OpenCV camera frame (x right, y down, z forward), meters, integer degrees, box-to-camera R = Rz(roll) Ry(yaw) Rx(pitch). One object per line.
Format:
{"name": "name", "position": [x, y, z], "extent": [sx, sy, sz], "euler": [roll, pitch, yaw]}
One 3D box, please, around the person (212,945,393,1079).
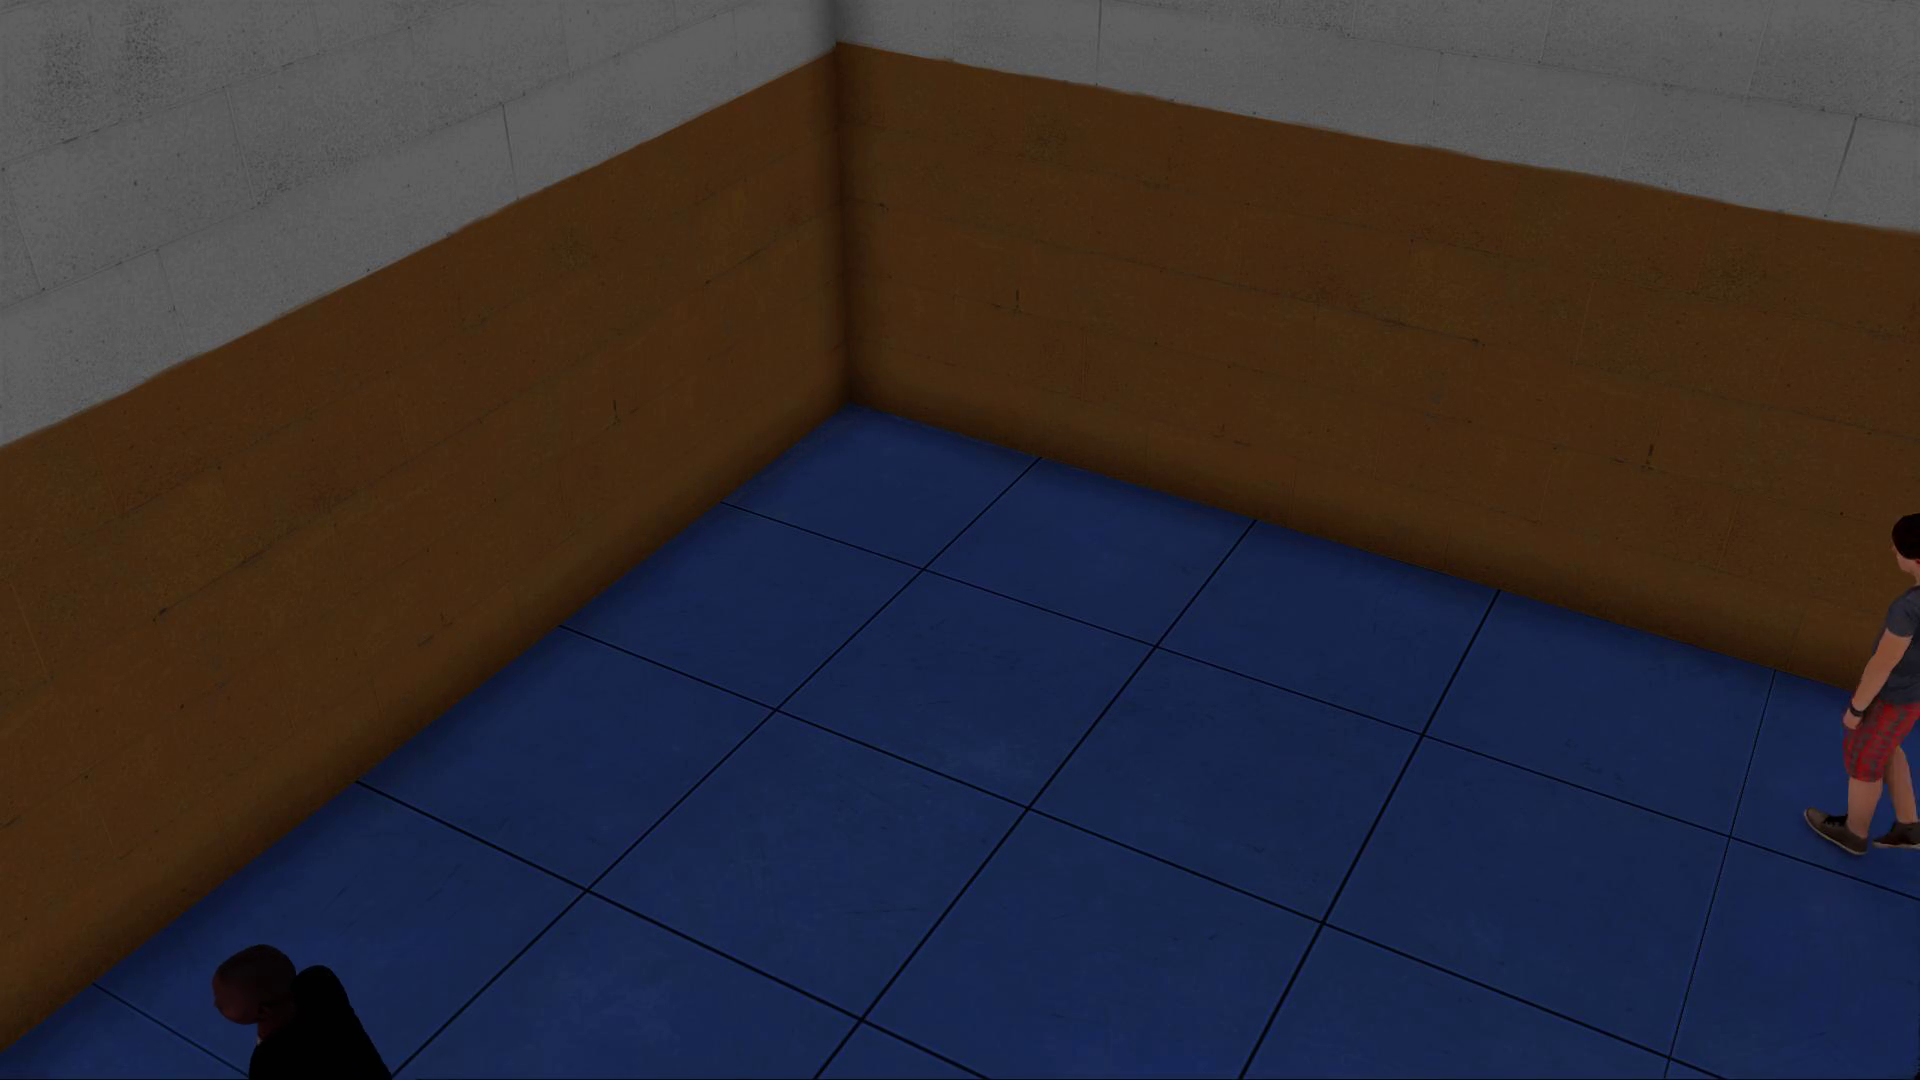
{"name": "person", "position": [-1.649, 1.780, 4.732], "extent": [1.145, 1.714, 1.162], "euler": [-3, 34, -4]}

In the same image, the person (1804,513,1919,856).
{"name": "person", "position": [3.727, 0.661, 6.480], "extent": [0.803, 1.629, 0.843], "euler": [-15, 36, -21]}
